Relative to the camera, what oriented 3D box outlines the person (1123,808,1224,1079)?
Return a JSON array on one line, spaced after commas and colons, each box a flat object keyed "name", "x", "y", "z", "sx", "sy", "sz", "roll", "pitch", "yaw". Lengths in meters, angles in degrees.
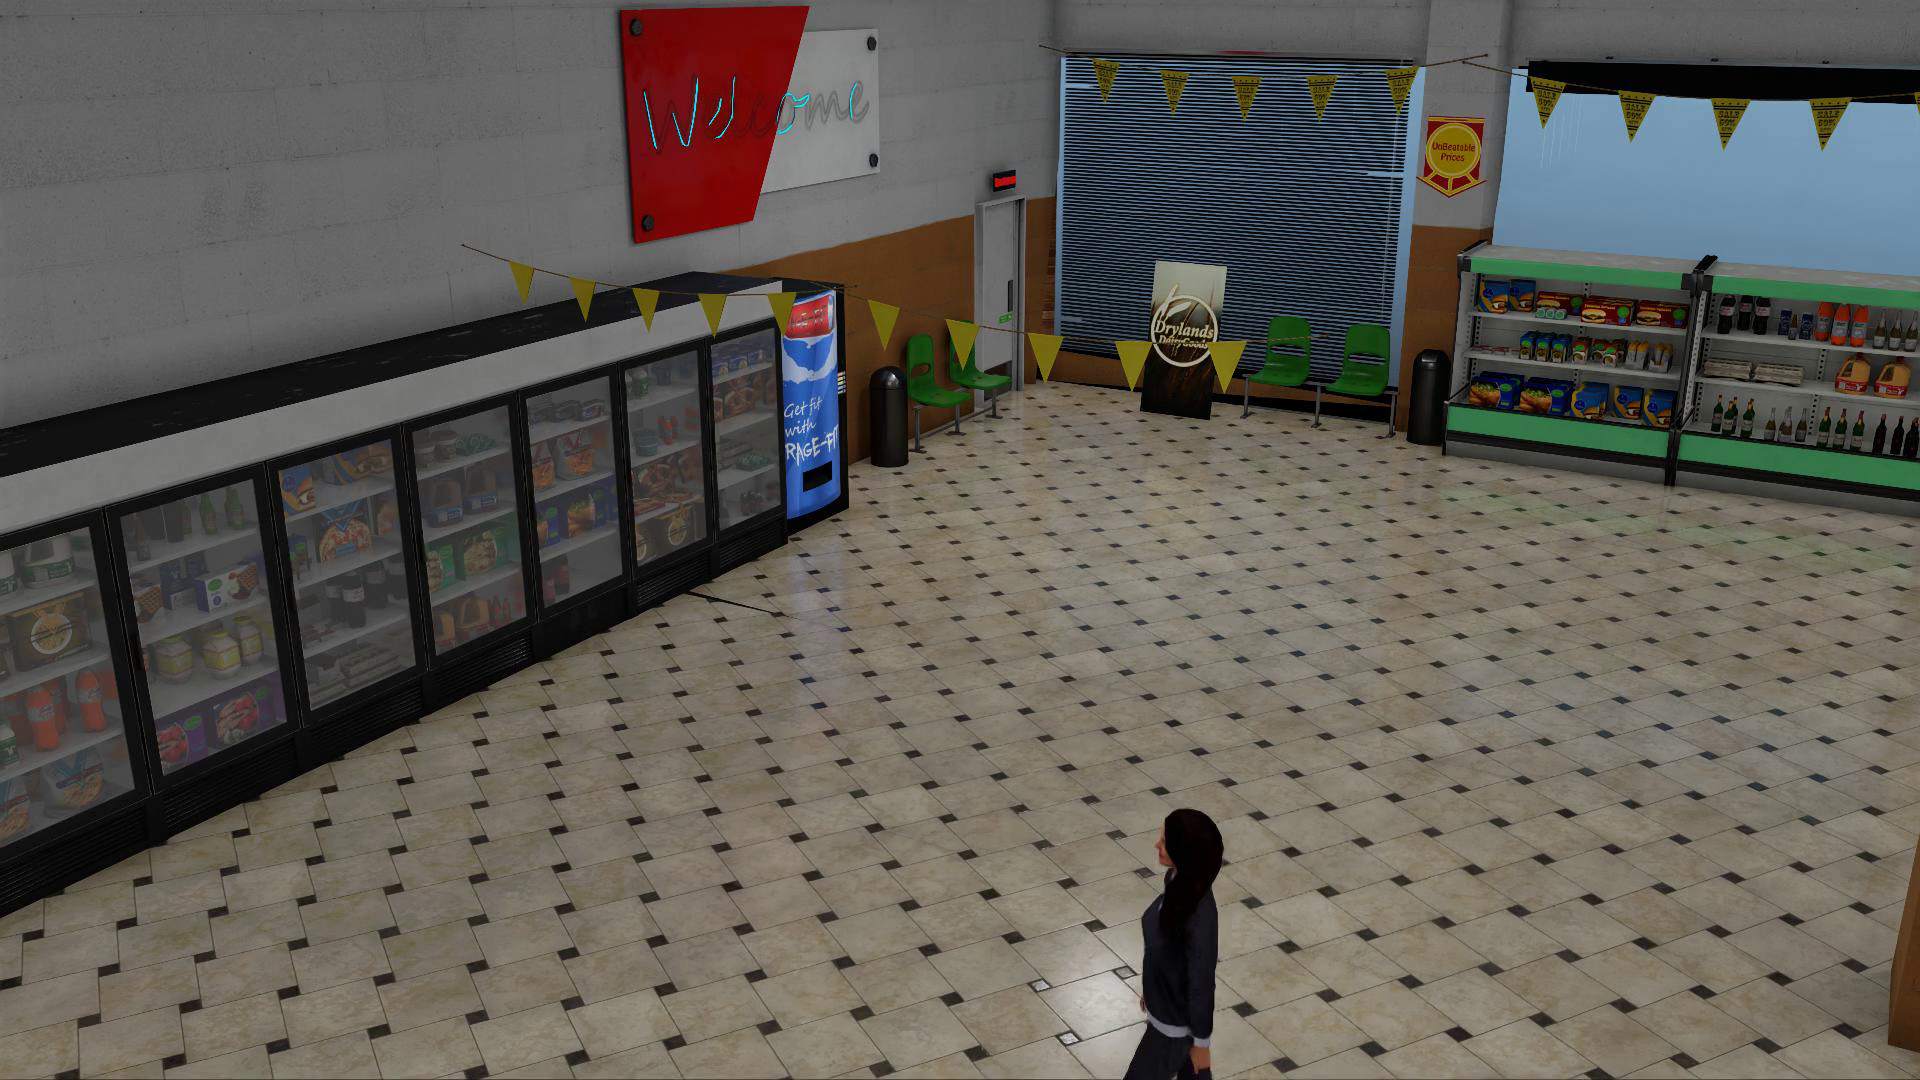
[{"name": "person", "x": 0.927, "y": 1.841, "z": 6.413, "sx": 1.223, "sy": 1.729, "sz": 0.987, "roll": 0, "pitch": 19, "yaw": 1}]
